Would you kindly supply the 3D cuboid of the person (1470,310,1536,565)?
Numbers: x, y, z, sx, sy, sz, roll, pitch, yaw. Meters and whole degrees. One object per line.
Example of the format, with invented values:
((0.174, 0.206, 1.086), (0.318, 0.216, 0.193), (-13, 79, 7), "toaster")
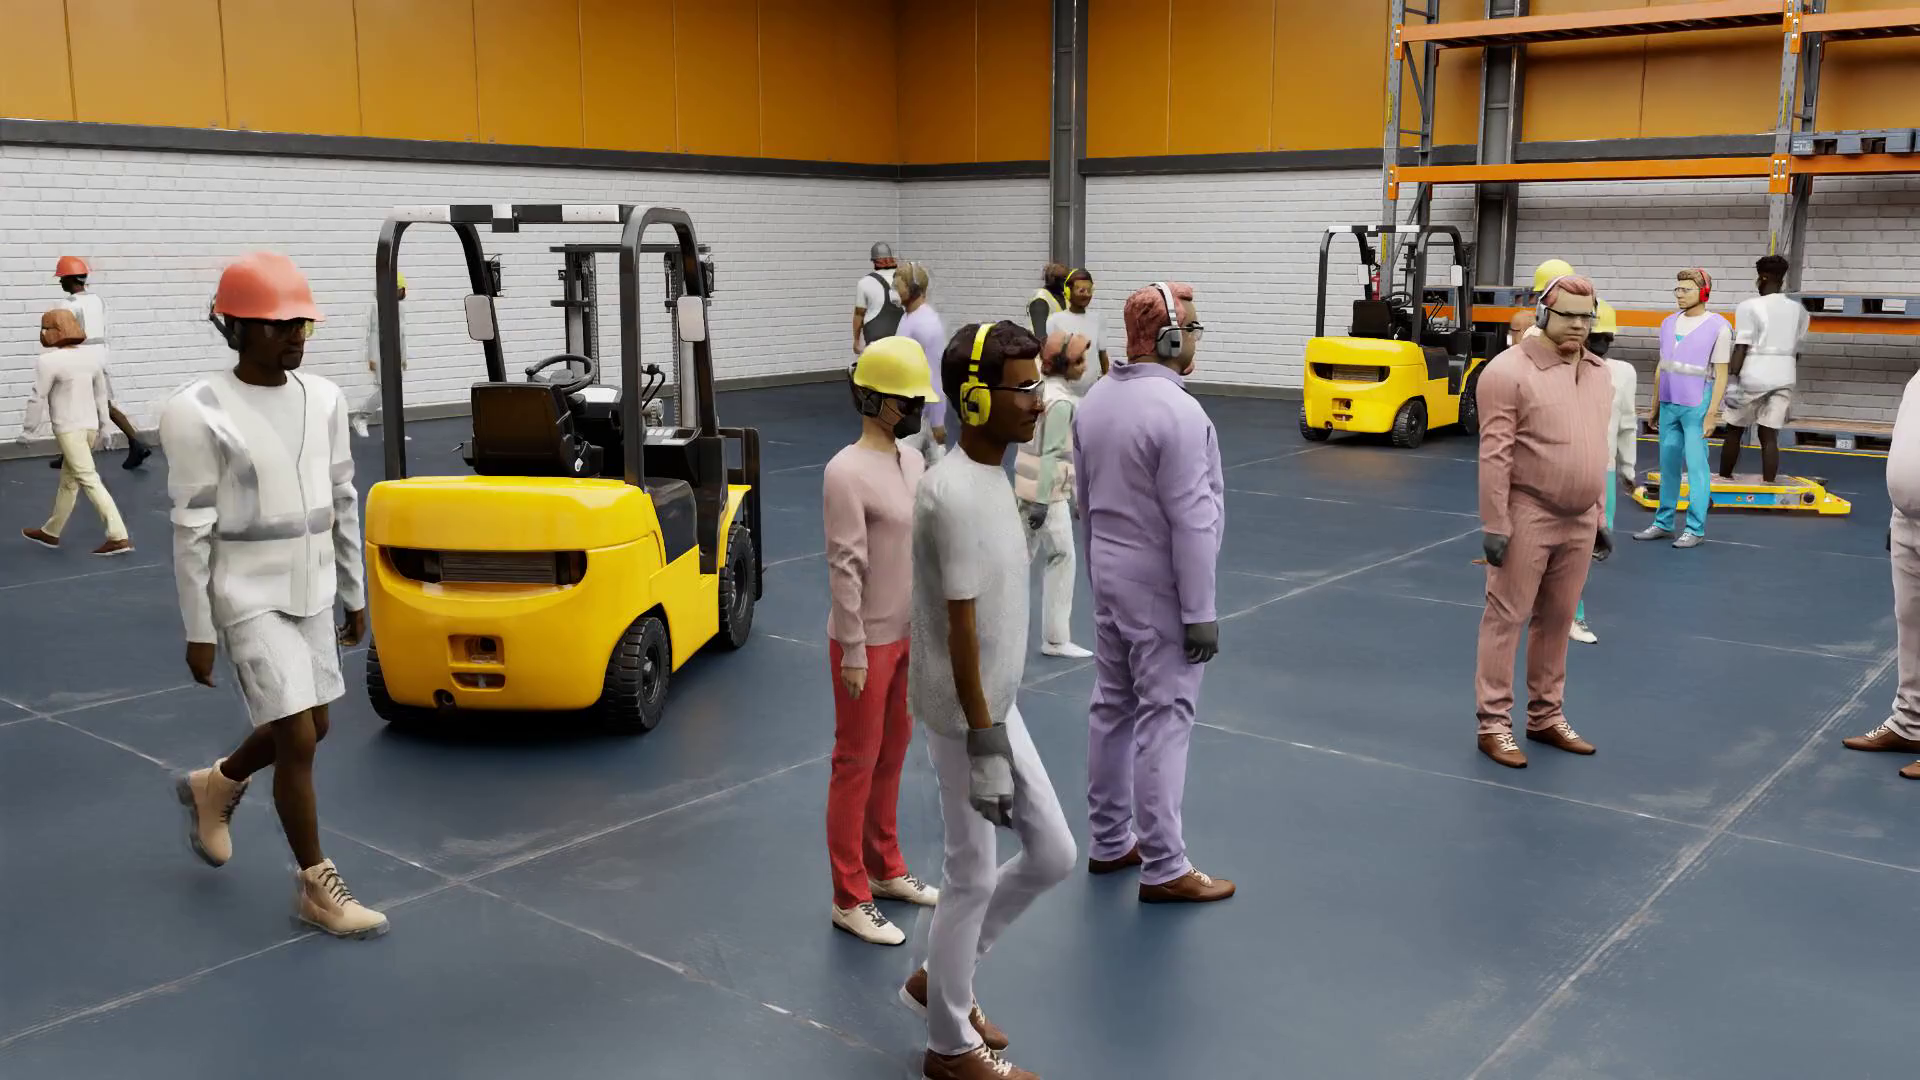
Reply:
((3.591, -0.627, 10.382), (0.657, 1.613, 0.501), (2, 10, 10), "person")

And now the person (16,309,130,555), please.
((-5.790, -0.693, 10.796), (0.875, 1.587, 0.515), (2, 10, 9), "person")

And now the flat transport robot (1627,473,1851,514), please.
((5.891, -0.366, 12.631), (1.431, 0.197, 0.652), (2, 10, 10), "flat transport robot")

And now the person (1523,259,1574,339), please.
((3.394, -0.637, 9.550), (0.589, 1.924, 0.383), (-7, 12, -33), "person")

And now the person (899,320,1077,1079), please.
((0.068, 0.424, 3.861), (0.395, 1.855, 0.520), (3, 11, 17), "person")

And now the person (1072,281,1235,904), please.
((0.615, 0.162, 5.171), (0.406, 1.911, 0.639), (-5, 11, -25), "person")

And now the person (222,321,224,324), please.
((-3.894, -0.498, 9.244), (0.514, 1.746, 0.561), (-5, 11, -24), "person")

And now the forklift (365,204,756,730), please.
((-1.766, -0.406, 7.525), (1.214, 2.155, 2.313), (1, 10, 7), "forklift")

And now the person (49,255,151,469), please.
((-7.679, -1.556, 14.693), (0.922, 1.908, 0.549), (2, 11, 13), "person")

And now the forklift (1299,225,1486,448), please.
((4.449, -2.115, 16.993), (1.214, 2.155, 2.313), (8, 13, 38), "forklift")

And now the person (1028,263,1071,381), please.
((0.972, -1.805, 16.367), (0.861, 1.802, 0.648), (6, 12, 32), "person")

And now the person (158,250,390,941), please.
((-2.099, 0.153, 4.956), (0.885, 2.014, 0.615), (5, 11, 27), "person")

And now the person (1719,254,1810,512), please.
((6.034, -1.192, 12.631), (0.698, 1.920, 0.758), (-2, 10, -11), "person")

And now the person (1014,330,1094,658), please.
((0.343, -0.213, 8.077), (0.563, 1.613, 0.548), (-2, 10, -11), "person")

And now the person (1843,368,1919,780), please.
((3.735, -0.048, 6.338), (0.407, 1.908, 0.641), (0, 10, -2), "person")

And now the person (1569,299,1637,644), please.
((3.180, -0.380, 8.616), (0.524, 1.742, 0.661), (-2, 11, -13), "person")

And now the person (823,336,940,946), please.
((-0.213, 0.285, 4.896), (0.319, 1.763, 0.522), (4, 11, 23), "person")

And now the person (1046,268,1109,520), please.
((0.849, -1.077, 12.239), (0.520, 1.845, 0.832), (-5, 11, -24), "person")

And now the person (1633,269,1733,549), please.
((4.848, -0.873, 11.075), (0.388, 1.847, 0.567), (-4, 11, -23), "person")

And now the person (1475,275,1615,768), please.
((2.304, -0.074, 6.497), (0.636, 1.903, 0.404), (-5, 11, -25), "person")

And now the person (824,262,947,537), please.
((-0.369, -0.811, 10.613), (1.012, 1.886, 0.641), (-1, 10, -5), "person")

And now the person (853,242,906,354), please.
((-0.859, -2.265, 18.249), (0.709, 2.000, 0.782), (-4, 11, -21), "person")

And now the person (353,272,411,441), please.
((-5.801, -1.845, 16.792), (0.535, 1.720, 0.506), (3, 11, 14), "person")
